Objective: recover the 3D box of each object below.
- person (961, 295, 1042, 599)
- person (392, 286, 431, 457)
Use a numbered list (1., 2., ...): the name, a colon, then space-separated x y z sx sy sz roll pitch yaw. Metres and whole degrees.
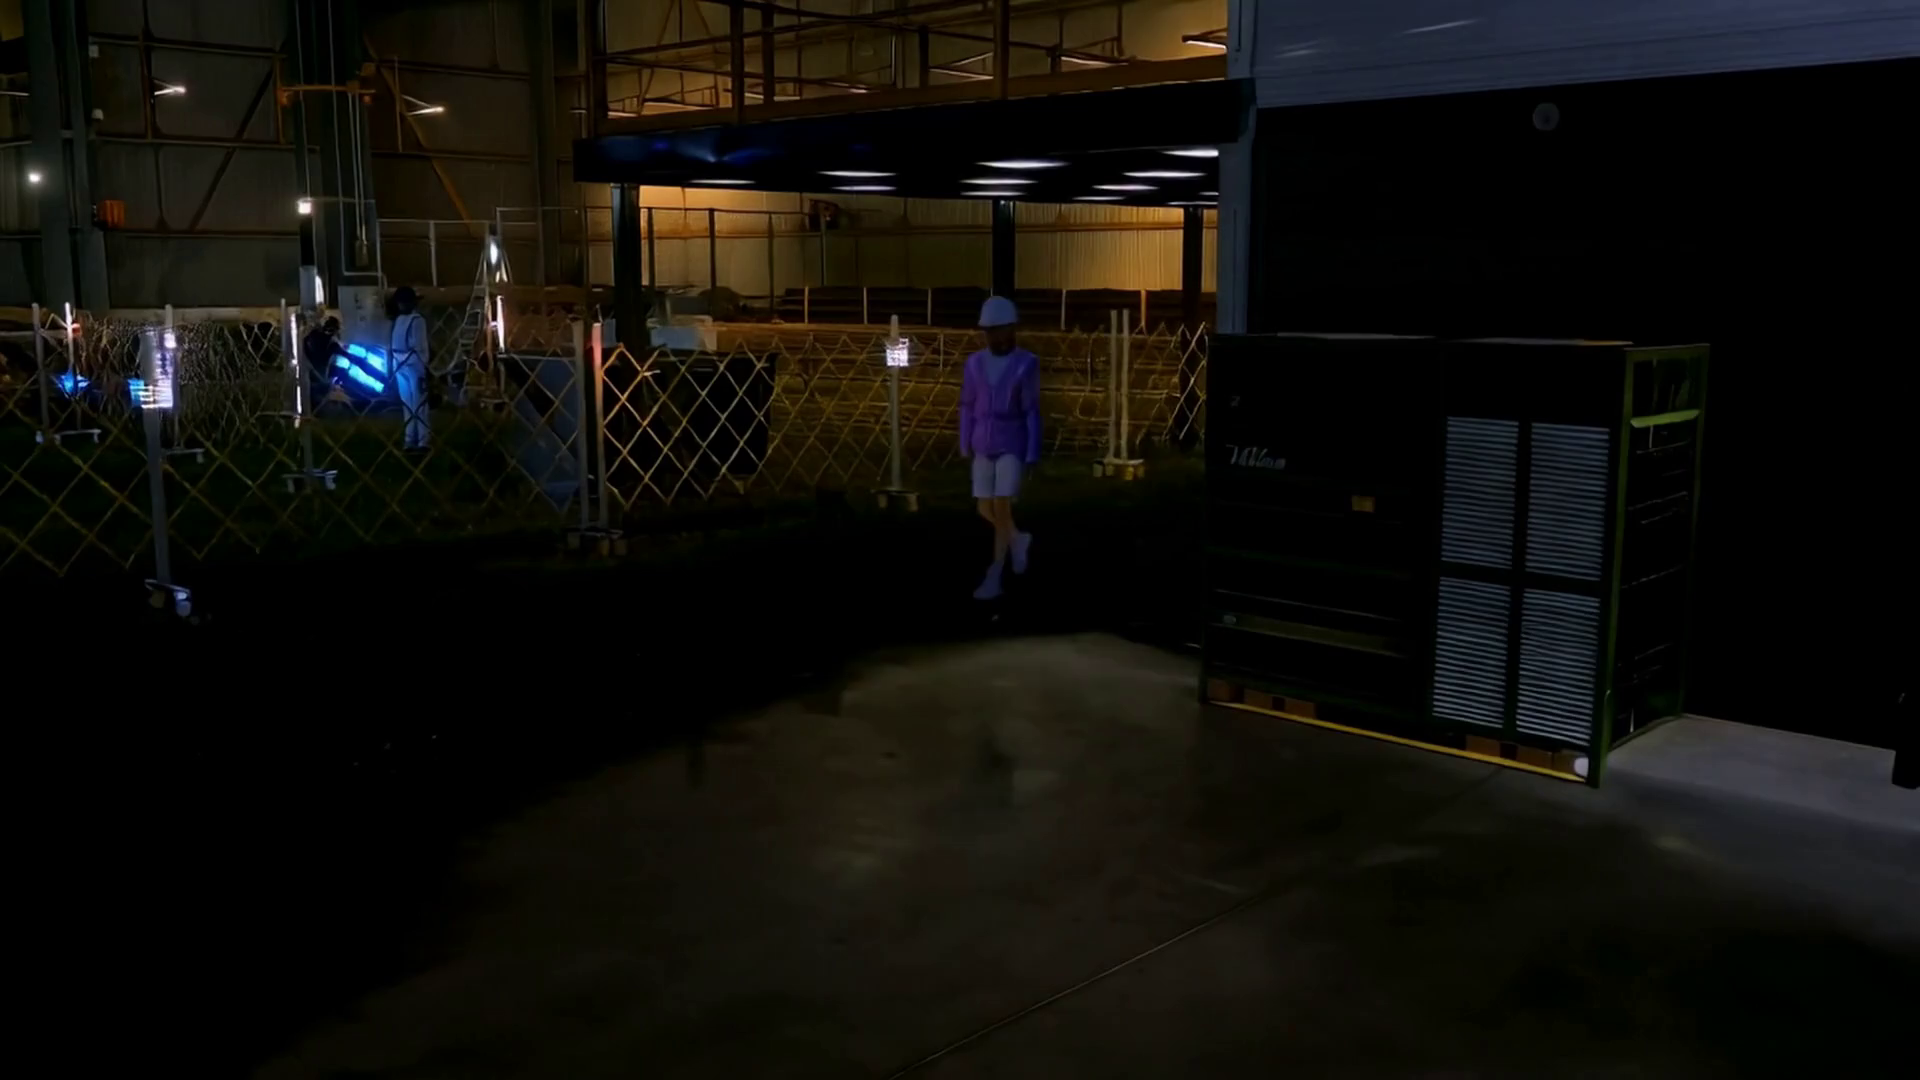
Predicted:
1. person: 0.283 -0.614 10.670 0.555 1.916 0.777 5 10 28
2. person: -6.080 -1.858 18.392 0.574 1.883 0.355 9 13 43
